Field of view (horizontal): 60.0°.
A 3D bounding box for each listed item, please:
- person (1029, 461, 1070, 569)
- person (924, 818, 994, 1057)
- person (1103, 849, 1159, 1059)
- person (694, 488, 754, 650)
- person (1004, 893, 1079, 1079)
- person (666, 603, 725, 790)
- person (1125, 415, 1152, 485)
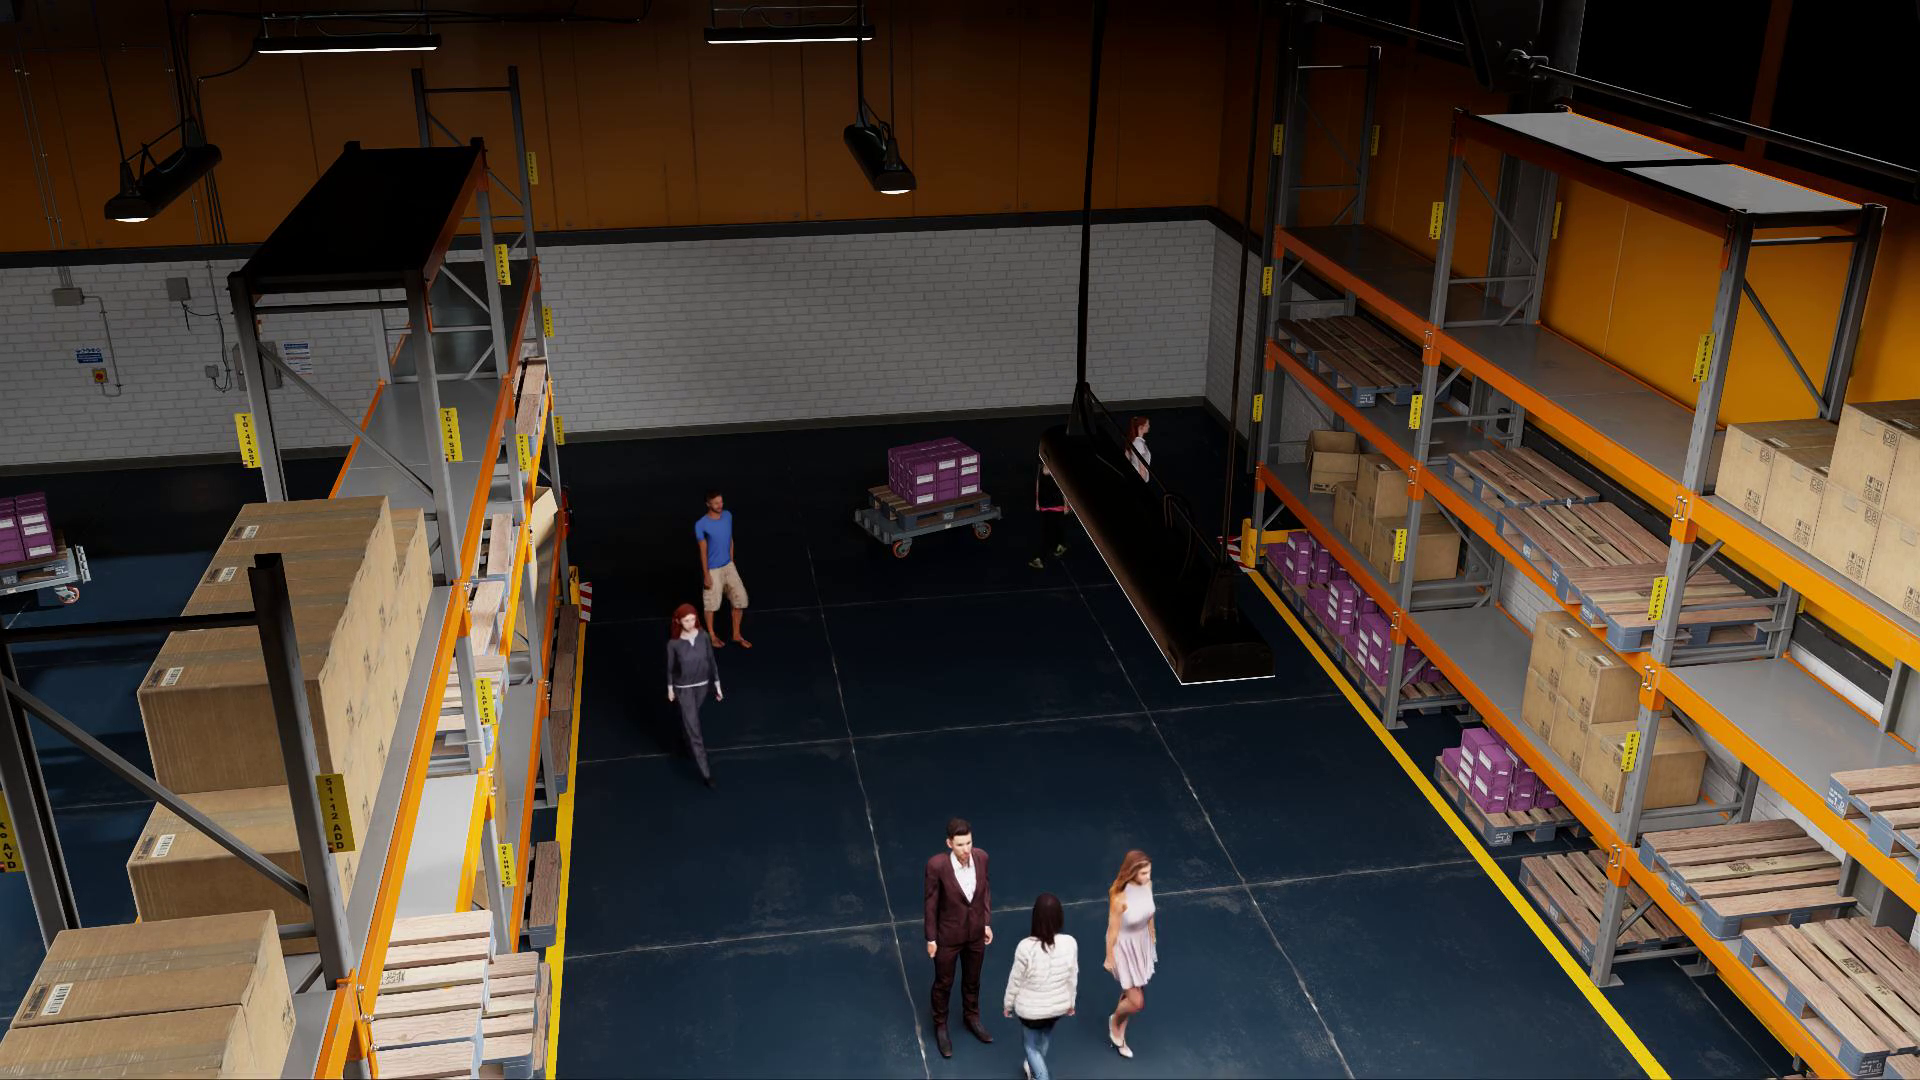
[{"bbox_3d":[1.131,-0.456,19.851,1.018,1.506,1.024,18,29,35],"label":"person"},{"bbox_3d":[-0.011,2.803,11.949,0.747,1.866,0.699,-11,26,-24],"label":"person"},{"bbox_3d":[1.133,2.908,11.847,0.695,1.754,0.756,-18,29,-35],"label":"person"},{"bbox_3d":[-2.652,0.273,17.762,0.884,1.846,0.969,-22,32,-40],"label":"person"},{"bbox_3d":[0.581,3.206,11.341,0.722,1.613,0.999,-9,25,-19],"label":"person"},{"bbox_3d":[-2.517,1.371,15.415,0.920,1.712,1.265,-15,28,-30],"label":"person"},{"bbox_3d":[2.117,-0.682,20.081,0.669,1.737,0.519,-9,25,-19],"label":"person"}]
